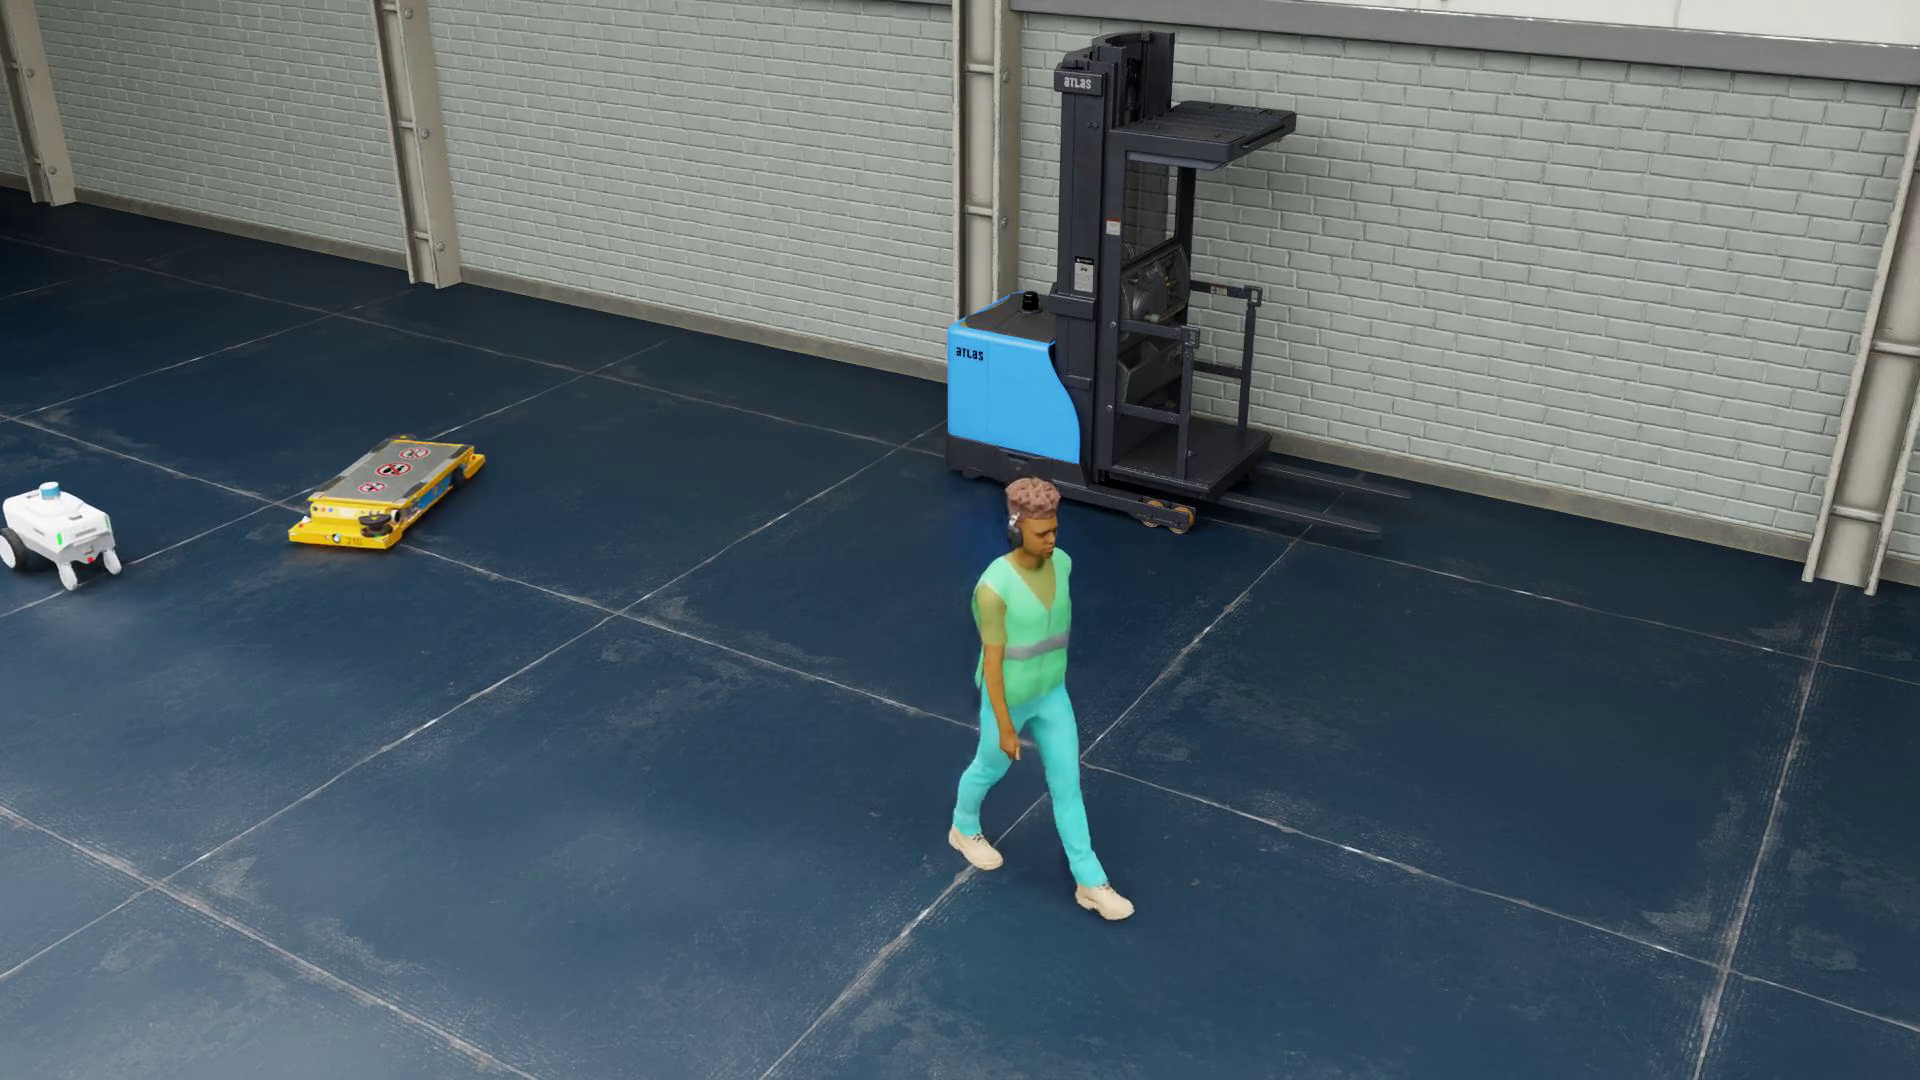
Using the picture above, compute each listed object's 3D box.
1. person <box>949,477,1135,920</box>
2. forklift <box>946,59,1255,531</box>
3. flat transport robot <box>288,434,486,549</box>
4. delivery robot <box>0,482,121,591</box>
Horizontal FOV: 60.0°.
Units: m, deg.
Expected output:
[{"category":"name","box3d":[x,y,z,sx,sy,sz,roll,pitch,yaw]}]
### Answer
[{"category":"person","box3d":[0.298,0.649,6.949,0.493,1.926,0.986,-18,31,-33]},{"category":"forklift","box3d":[0.933,-1.707,10.833,1.873,2.768,1.129,15,29,28]},{"category":"flat transport robot","box3d":[-3.749,-0.333,10.964,0.659,0.231,1.431,5,26,9]},{"category":"delivery robot","box3d":[-5.453,-0.059,10.059,0.794,0.603,0.499,18,31,33]}]
